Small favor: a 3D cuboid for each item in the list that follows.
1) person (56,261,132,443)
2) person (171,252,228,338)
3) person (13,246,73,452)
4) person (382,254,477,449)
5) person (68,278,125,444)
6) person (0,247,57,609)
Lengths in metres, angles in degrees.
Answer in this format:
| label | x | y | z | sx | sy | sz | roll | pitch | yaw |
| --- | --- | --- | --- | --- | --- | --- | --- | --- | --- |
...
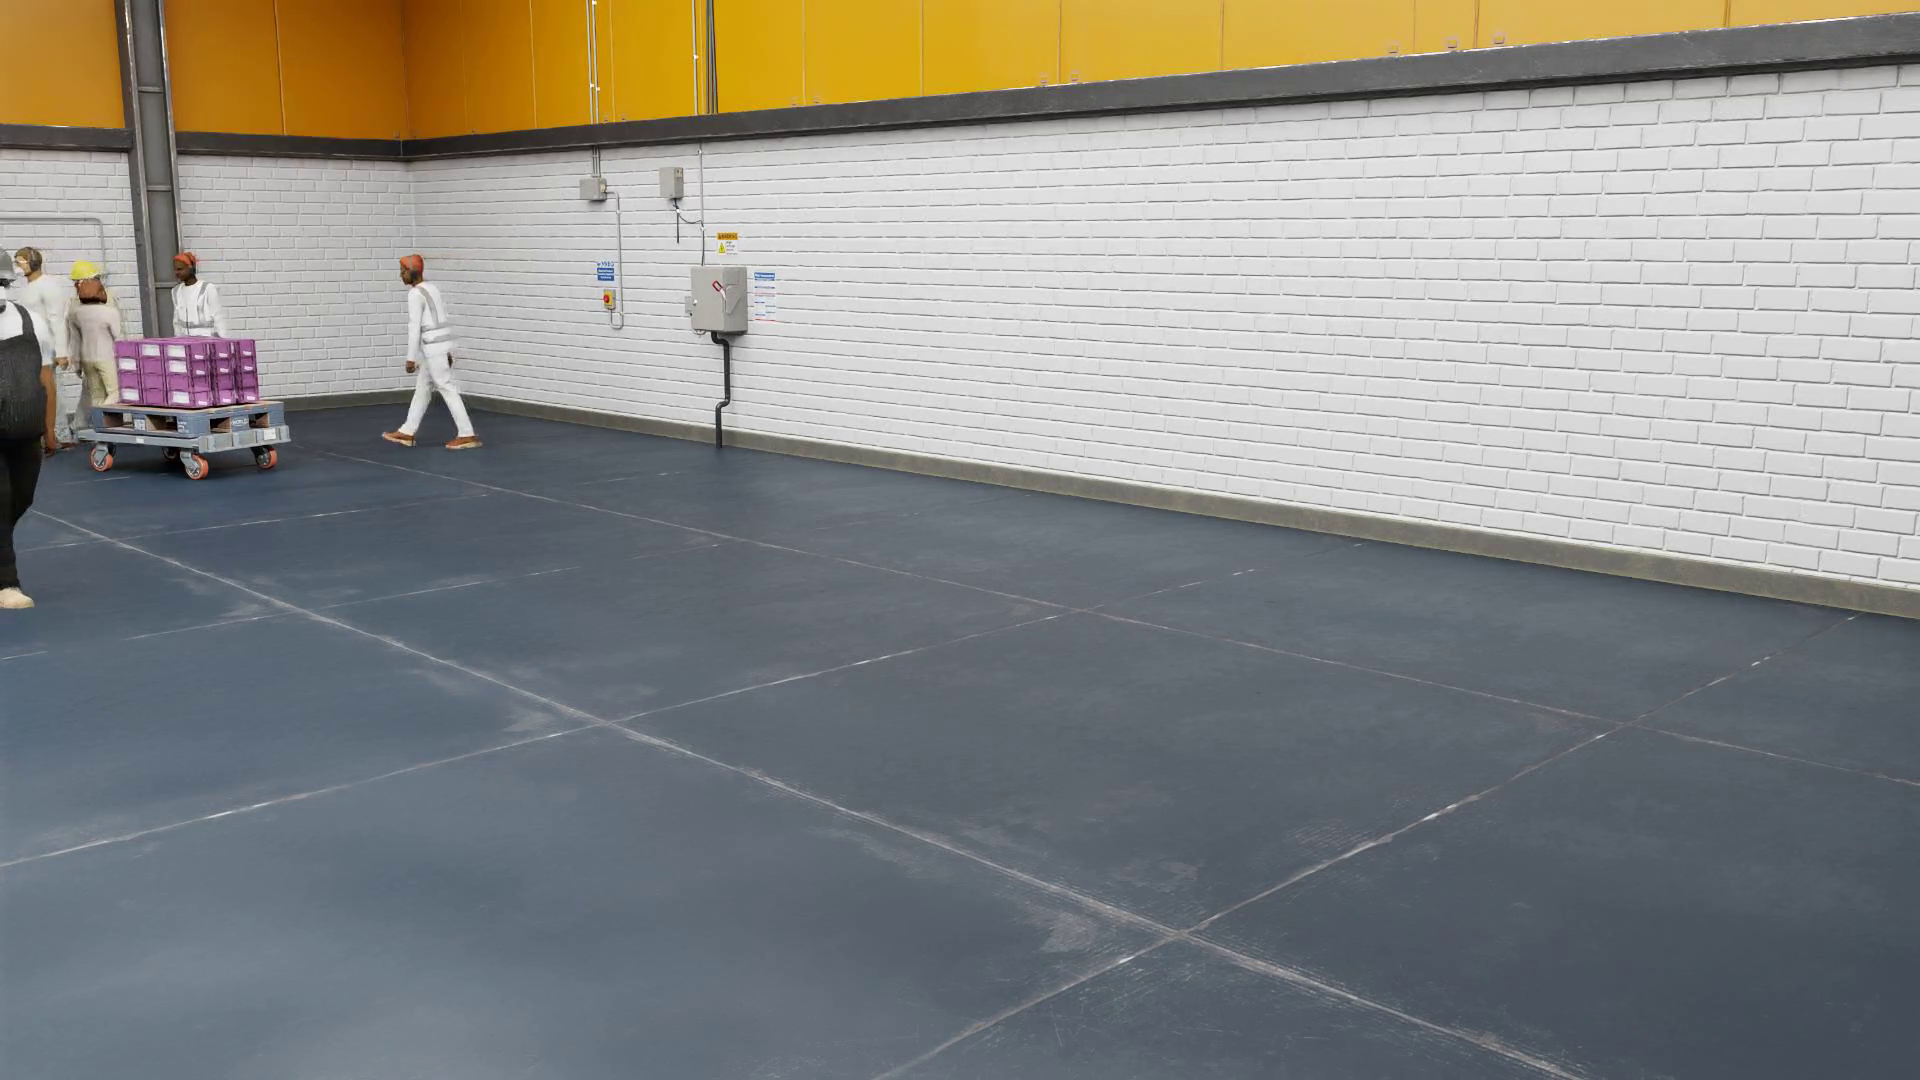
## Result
| label | x | y | z | sx | sy | sz | roll | pitch | yaw |
| --- | --- | --- | --- | --- | --- | --- | --- | --- | --- |
| person | -8.483 | -1.823 | 16.222 | 0.971 | 1.769 | 0.592 | 0 | 10 | 2 |
| person | -7.533 | -1.928 | 16.552 | 0.609 | 1.857 | 0.466 | 5 | 11 | 23 |
| person | -8.537 | -1.731 | 15.328 | 0.644 | 1.918 | 0.630 | 9 | 14 | 40 |
| person | -5.081 | -1.767 | 15.712 | 0.989 | 1.828 | 0.584 | 0 | 10 | -2 |
| person | -8.234 | -1.682 | 15.849 | 0.506 | 1.623 | 0.521 | 1 | 10 | 4 |
| person | -5.413 | -0.677 | 9.238 | 0.900 | 2.000 | 0.688 | 7 | 12 | 33 |
